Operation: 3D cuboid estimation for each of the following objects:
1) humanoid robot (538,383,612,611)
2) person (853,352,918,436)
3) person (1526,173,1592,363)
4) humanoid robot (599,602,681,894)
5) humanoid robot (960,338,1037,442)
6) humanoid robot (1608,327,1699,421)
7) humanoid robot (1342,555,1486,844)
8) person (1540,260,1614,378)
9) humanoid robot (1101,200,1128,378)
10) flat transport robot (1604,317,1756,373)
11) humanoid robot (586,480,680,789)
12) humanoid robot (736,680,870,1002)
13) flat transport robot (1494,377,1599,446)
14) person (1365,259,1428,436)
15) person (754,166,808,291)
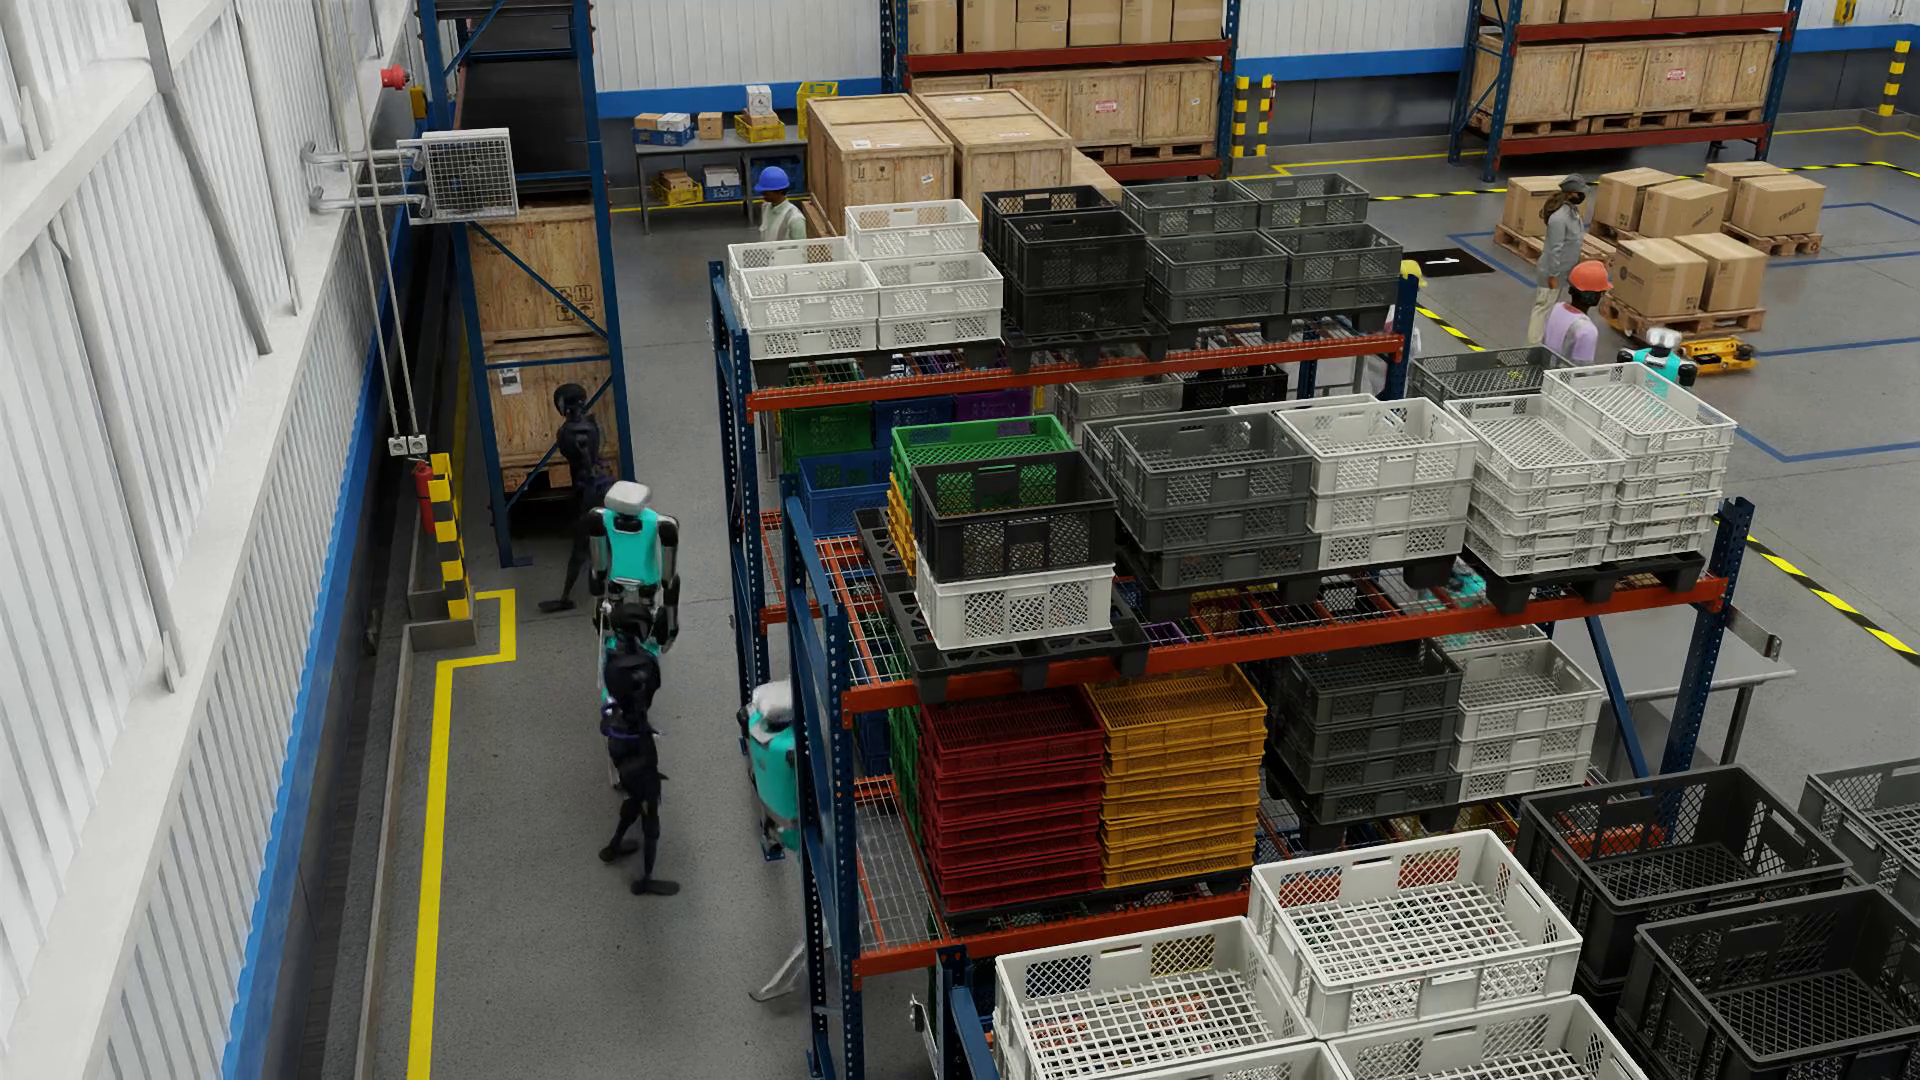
[{"bbox_3d":[-2.522,-0.307,11.171,0.797,1.619,0.611,-10,30,-19],"label":"humanoid robot"},{"bbox_3d":[-0.539,-0.782,11.798,0.347,1.882,0.582,25,36,38],"label":"person"},{"bbox_3d":[5.400,-2.453,15.088,0.396,1.770,0.563,16,32,27],"label":"person"},{"bbox_3d":[-1.695,1.053,8.534,0.394,1.641,0.583,-11,30,-20],"label":"humanoid robot"},{"bbox_3d":[0.298,-0.504,11.323,0.531,1.689,0.745,-4,28,-7],"label":"humanoid robot"},{"bbox_3d":[4.880,-0.782,11.807,0.533,1.681,0.735,16,32,28],"label":"humanoid robot"},{"bbox_3d":[2.350,0.911,8.817,0.870,1.840,0.550,-17,32,-28],"label":"humanoid robot"},{"bbox_3d":[4.420,-1.055,12.147,0.392,2.044,0.607,-4,28,-7],"label":"person"},{"bbox_3d":[1.360,-2.205,14.723,0.378,1.636,0.602,-16,32,-27],"label":"humanoid robot"},{"bbox_3d":[6.787,-1.945,15.707,0.652,0.197,1.431,-6,28,-12],"label":"flat transport robot"},{"bbox_3d":[-1.889,0.623,9.361,0.566,1.827,0.813,4,28,7],"label":"humanoid robot"},{"bbox_3d":[-0.661,1.370,7.864,0.988,1.731,0.546,-21,34,-34],"label":"humanoid robot"},{"bbox_3d":[4.780,-1.036,14.013,0.659,0.231,1.431,-6,28,-12],"label":"flat transport robot"},{"bbox_3d":[3.314,-1.273,12.787,0.404,1.827,0.598,1,28,2],"label":"person"},{"bbox_3d":[-1.563,-2.346,14.701,0.399,1.943,0.604,-20,34,-33],"label":"person"}]
